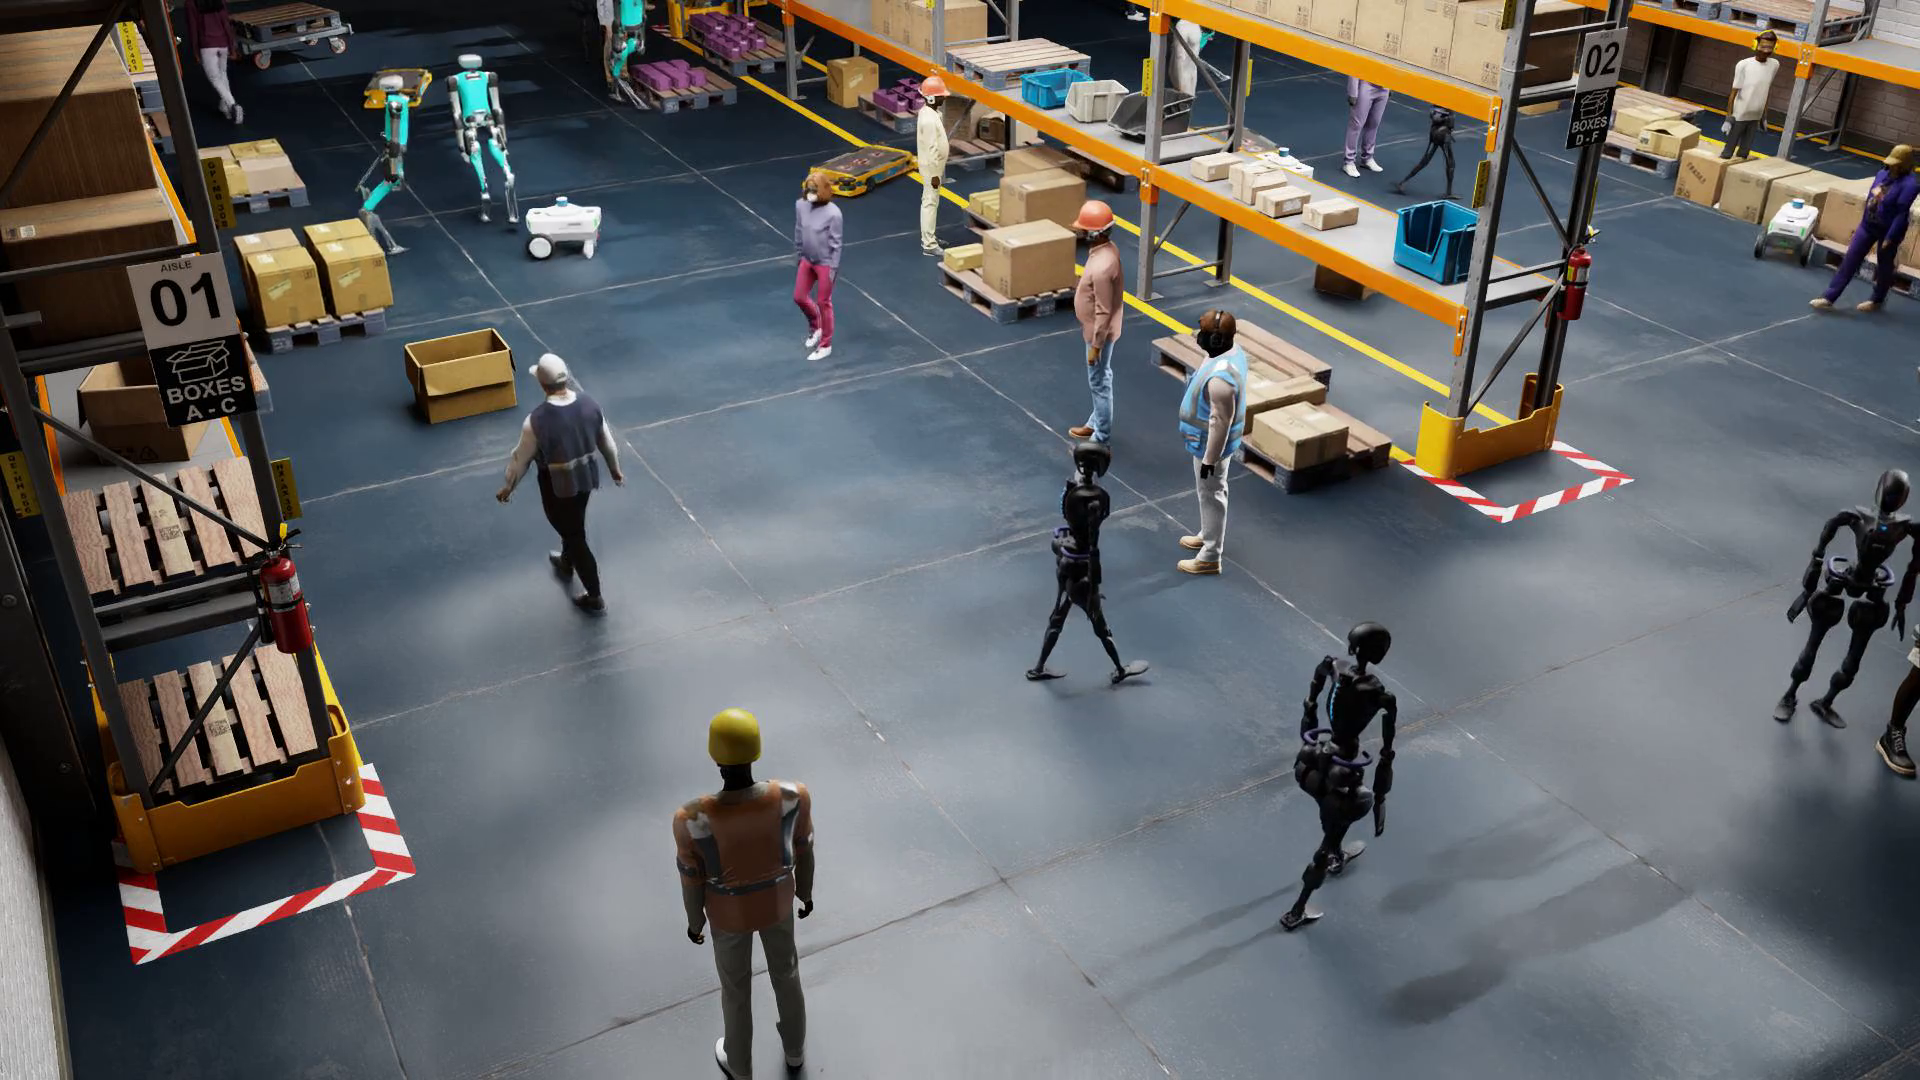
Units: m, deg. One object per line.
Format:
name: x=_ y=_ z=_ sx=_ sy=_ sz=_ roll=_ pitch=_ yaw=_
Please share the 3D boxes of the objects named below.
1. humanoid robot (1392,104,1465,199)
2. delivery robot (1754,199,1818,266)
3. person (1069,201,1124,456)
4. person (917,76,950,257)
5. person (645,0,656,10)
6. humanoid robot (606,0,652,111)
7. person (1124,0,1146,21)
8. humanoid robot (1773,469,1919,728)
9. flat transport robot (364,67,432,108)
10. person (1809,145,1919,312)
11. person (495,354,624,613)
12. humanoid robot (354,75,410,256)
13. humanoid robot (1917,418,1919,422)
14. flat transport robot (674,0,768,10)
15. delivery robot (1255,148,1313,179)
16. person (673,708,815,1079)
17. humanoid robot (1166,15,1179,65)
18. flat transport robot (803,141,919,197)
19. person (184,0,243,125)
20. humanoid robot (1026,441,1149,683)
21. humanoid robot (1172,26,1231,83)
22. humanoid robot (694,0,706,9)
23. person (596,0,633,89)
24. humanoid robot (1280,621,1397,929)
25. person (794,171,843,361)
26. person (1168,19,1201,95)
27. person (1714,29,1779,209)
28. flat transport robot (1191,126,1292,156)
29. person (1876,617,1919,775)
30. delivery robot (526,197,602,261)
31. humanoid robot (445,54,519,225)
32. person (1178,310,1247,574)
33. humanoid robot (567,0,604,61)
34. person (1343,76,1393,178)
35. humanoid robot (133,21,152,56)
humanoid robot: x=5.113 y=-4.459 z=17.829 sx=0.773 sy=1.641 sz=0.593 roll=4 pitch=30 yaw=6
delivery robot: x=8.243 y=-3.074 z=16.466 sx=0.522 sy=0.587 sz=0.749 roll=18 pitch=35 yaw=29
person: x=1.012 y=-1.563 z=12.406 sx=0.388 sy=1.989 sz=0.610 roll=3 pitch=30 yaw=5
person: x=-0.255 y=-3.669 z=16.306 sx=0.328 sy=1.751 sz=0.562 roll=-2 pitch=30 yaw=-3
person: x=-5.299 y=-9.144 z=25.810 sx=0.944 sy=1.793 sz=0.646 roll=-2 pitch=30 yaw=-4
humanoid robot: x=-4.293 y=-6.256 z=20.861 sx=1.014 sy=1.757 sz=0.534 roll=20 pitch=36 yaw=31
person: x=2.691 y=-8.860 z=25.248 sx=0.337 sy=1.847 sz=0.510 roll=0 pitch=30 yaw=-1
humanoid robot: x=5.059 y=0.333 z=9.420 sx=0.610 sy=1.652 sz=0.311 roll=9 pitch=31 yaw=15
flat transport robot: x=-7.321 y=-5.896 z=21.674 sx=0.659 sy=0.231 sz=1.431 roll=-4 pitch=30 yaw=-7
person: x=8.161 y=-2.757 z=14.875 sx=0.811 sy=1.579 sz=0.476 roll=-11 pitch=32 yaw=-19
person: x=-2.577 y=-0.394 z=10.625 sx=0.784 sy=1.729 sz=0.741 roll=22 pitch=37 yaw=33
humanoid robot: x=-5.684 y=-3.579 z=16.167 sx=0.855 sy=1.778 sz=0.606 roll=-6 pitch=30 yaw=-10
humanoid robot: x=7.754 y=-1.520 z=12.566 sx=1.017 sy=1.728 sz=0.575 roll=-2 pitch=30 yaw=-4
flat transport robot: x=-3.820 y=-8.559 z=26.309 sx=1.431 sy=0.231 sz=0.659 roll=-12 pitch=32 yaw=-19
delivery robot: x=3.464 y=-3.937 z=17.976 sx=0.499 sy=0.595 sz=0.792 roll=-17 pitch=34 yaw=-27
person: x=-0.897 y=1.534 z=7.076 sx=0.586 sy=1.927 sz=0.359 roll=-12 pitch=32 yaw=-19
humanoid robot: x=2.909 y=-7.351 z=22.804 sx=0.475 sy=1.644 sz=0.610 roll=10 pitch=31 yaw=16
flat transport robot: x=-1.058 y=-4.160 z=18.651 sx=0.659 sy=0.231 sz=1.431 roll=19 pitch=35 yaw=30
person: x=-9.094 y=-6.040 z=20.275 sx=0.494 sy=1.918 sz=0.853 roll=-26 pitch=39 yaw=-38
humanoid robot: x=0.770 y=0.123 z=9.815 sx=0.732 sy=1.628 sz=0.615 roll=-5 pitch=30 yaw=-9
humanoid robot: x=3.129 y=-6.740 z=21.681 sx=1.005 sy=1.741 sz=0.542 roll=5 pitch=30 yaw=9
humanoid robot: x=-3.974 y=-8.771 z=25.251 sx=0.729 sy=1.828 sz=0.544 roll=-10 pitch=31 yaw=-17
person: x=-4.507 y=-6.836 z=21.821 sx=0.336 sy=1.748 sz=0.563 roll=20 pitch=35 yaw=31
humanoid robot: x=1.877 y=1.107 z=8.095 sx=0.721 sy=1.622 sz=0.613 roll=-18 pitch=35 yaw=-29
person: x=-1.224 y=-2.330 z=14.098 sx=0.525 sy=1.617 sz=0.349 roll=18 pitch=35 yaw=29
person: x=2.611 y=-5.351 z=19.116 sx=0.425 sy=1.877 sz=0.579 roll=12 pitch=32 yaw=21
person: x=8.288 y=-4.431 z=17.522 sx=0.524 sy=1.864 sz=0.312 roll=-7 pitch=31 yaw=-12
flat transport robot: x=3.247 y=-4.531 z=19.298 sx=0.659 sy=0.231 sz=1.431 roll=-9 pitch=31 yaw=-15
person: x=5.479 y=0.410 z=9.005 sx=0.606 sy=1.958 sz=0.364 roll=-1 pitch=30 yaw=-2
delivery robot: x=-3.957 y=-3.096 z=16.523 sx=0.777 sy=0.605 sz=0.525 roll=-3 pitch=30 yaw=-5
humanoid robot: x=-4.748 y=-3.956 z=16.879 sx=0.552 sy=1.753 sz=1.011 roll=-18 pitch=35 yaw=-29
person: x=1.647 y=-0.645 z=10.954 sx=0.429 sy=1.841 sz=0.633 roll=6 pitch=30 yaw=10
humanoid robot: x=-5.203 y=-7.502 z=23.068 sx=0.602 sy=1.642 sz=0.391 roll=5 pitch=30 yaw=9
person: x=4.587 y=-5.014 z=18.496 sx=0.651 sy=1.906 sz=0.407 roll=-18 pitch=34 yaw=-28
humanoid robot: x=-10.857 y=-6.804 z=21.848 sx=0.550 sy=1.648 sz=0.600 roll=26 pitch=39 yaw=37
